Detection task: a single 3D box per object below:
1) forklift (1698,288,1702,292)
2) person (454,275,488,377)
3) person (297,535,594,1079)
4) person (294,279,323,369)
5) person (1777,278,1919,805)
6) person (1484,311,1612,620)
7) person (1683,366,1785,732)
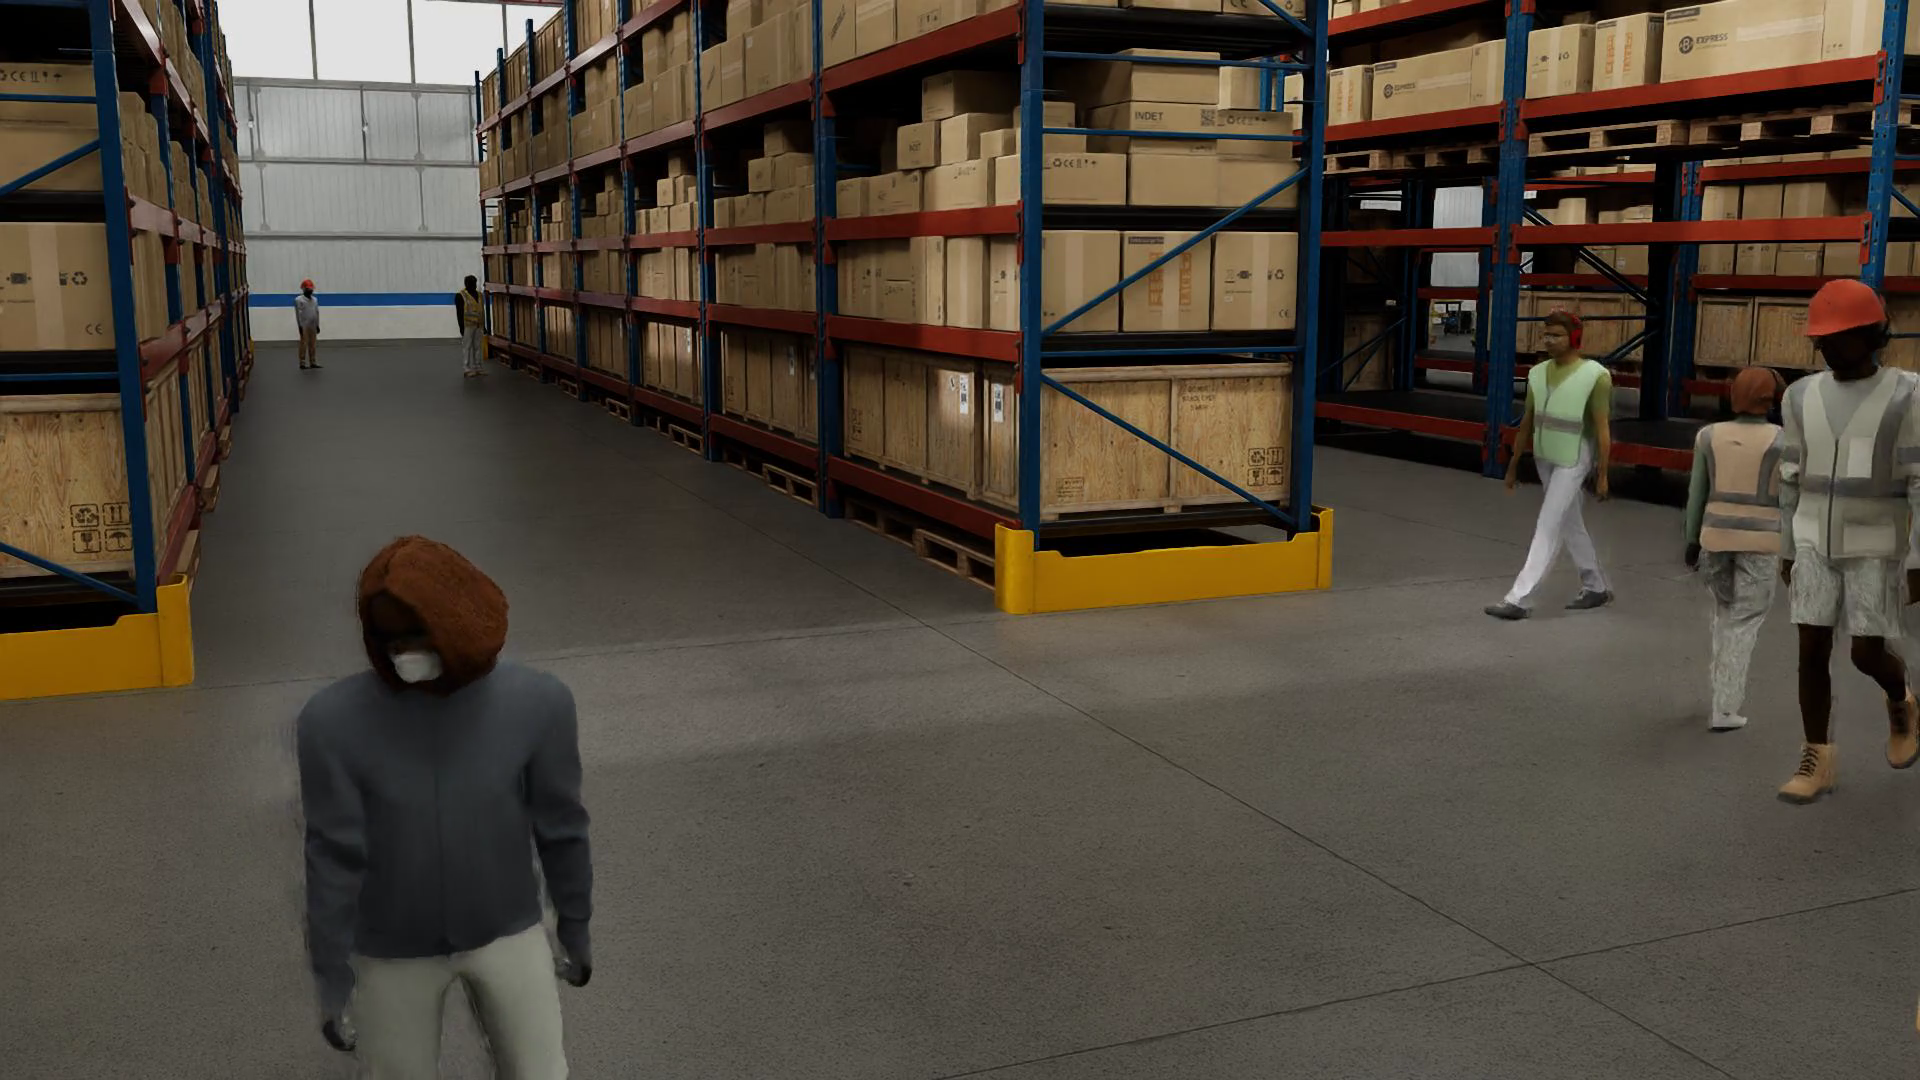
[{"bbox_3d":[12.047,-3.766,26.421,1.129,2.768,1.873,5,11,27],"label":"forklift"},{"bbox_3d":[-8.847,-3.878,30.200,0.429,1.844,0.625,6,11,31],"label":"person"},{"bbox_3d":[-0.967,0.750,3.183,0.529,1.596,0.590,-3,10,-20],"label":"person"},{"bbox_3d":[-12.695,-4.204,32.452,0.360,1.742,0.563,4,10,21],"label":"person"},{"bbox_3d":[3.467,0.005,6.421,0.670,2.017,0.630,-7,12,-35],"label":"person"},{"bbox_3d":[3.496,-0.435,9.732,0.990,1.792,0.590,-4,10,-22],"label":"person"},{"bbox_3d":[3.567,0.034,7.453,0.680,1.617,0.520,-7,12,-36],"label":"person"}]
